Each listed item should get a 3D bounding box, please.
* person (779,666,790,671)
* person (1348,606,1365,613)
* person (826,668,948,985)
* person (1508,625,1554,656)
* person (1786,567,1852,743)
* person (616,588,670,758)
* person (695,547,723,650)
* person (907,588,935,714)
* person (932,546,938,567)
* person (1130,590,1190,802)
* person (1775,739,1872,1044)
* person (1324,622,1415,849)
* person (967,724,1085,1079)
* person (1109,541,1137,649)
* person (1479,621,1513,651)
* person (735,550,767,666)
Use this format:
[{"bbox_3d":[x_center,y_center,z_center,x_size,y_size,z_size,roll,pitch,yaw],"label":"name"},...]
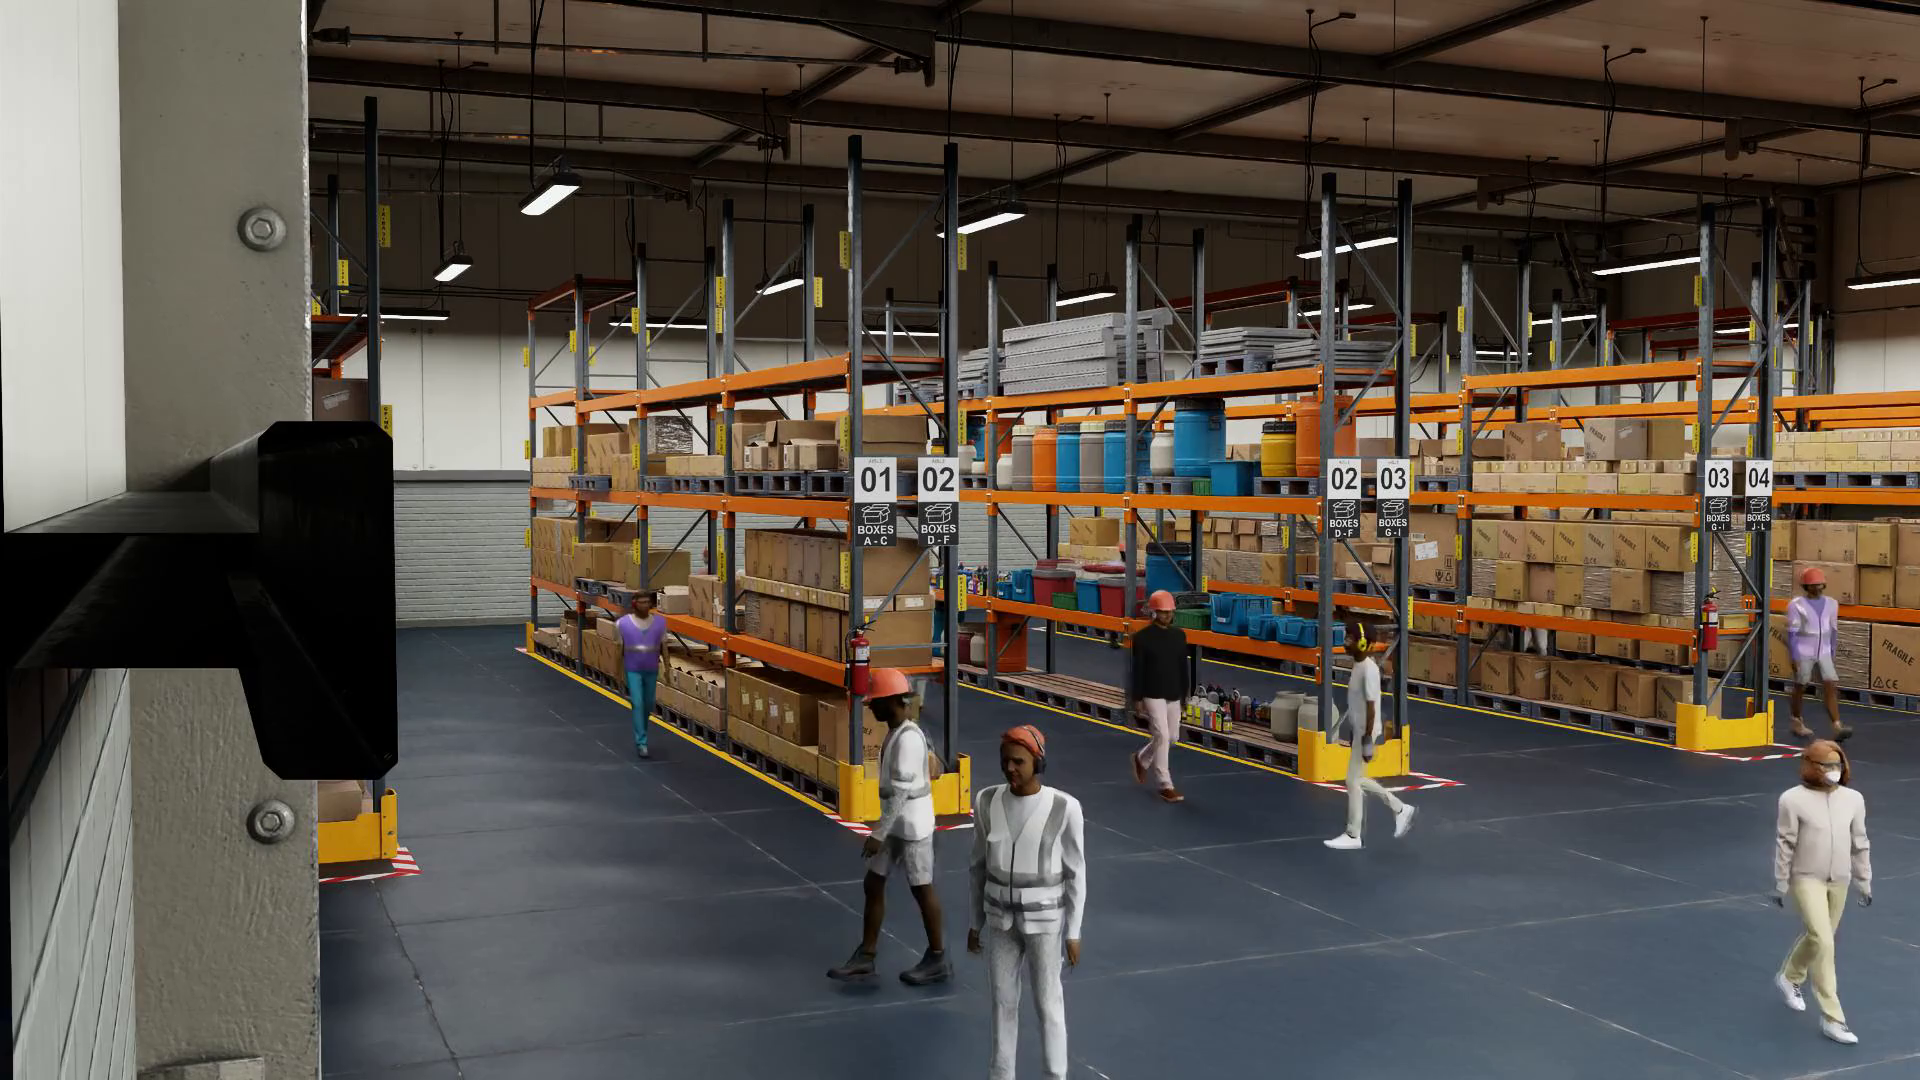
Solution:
[{"bbox_3d":[-2.107,1.291,23.094,0.603,1.794,0.709,-1,3,-34],"label":"person"},{"bbox_3d":[7.010,0.938,31.923,0.646,1.806,0.884,0,2,-12],"label":"person"},{"bbox_3d":[-0.445,1.713,10.664,0.856,1.891,0.534,-1,2,-18],"label":"person"},{"bbox_3d":[8.184,1.194,25.712,0.657,1.802,0.799,1,3,32],"label":"person"},{"bbox_3d":[9.759,1.302,20.382,0.623,1.977,1.053,0,2,-3],"label":"person"},{"bbox_3d":[-3.480,1.418,19.535,0.578,1.817,0.865,-1,2,-25],"label":"person"},{"bbox_3d":[-3.707,1.065,27.195,0.632,1.955,1.024,-1,2,-24],"label":"person"},{"bbox_3d":[-0.603,1.240,22.763,0.653,1.918,0.458,-2,3,-35],"label":"person"},{"bbox_3d":[-0.390,0.758,34.508,0.406,1.987,0.615,1,2,26],"label":"person"},{"bbox_3d":[1.856,1.440,16.901,0.622,1.968,0.802,-1,3,-33],"label":"person"},{"bbox_3d":[4.768,1.888,9.967,0.508,1.601,0.823,0,2,-8],"label":"person"},{"bbox_3d":[3.333,1.586,14.596,0.653,1.853,0.535,0,2,7],"label":"person"},{"bbox_3d":[0.302,1.806,8.437,0.584,1.883,0.339,1,2,27],"label":"person"},{"bbox_3d":[2.812,0.955,30.734,0.568,1.883,1.013,-1,2,-24],"label":"person"},{"bbox_3d":[7.959,1.120,26.396,0.652,1.889,0.570,0,2,-7],"label":"person"},{"bbox_3d":[-3.196,1.053,27.682,0.632,1.917,1.001,-1,2,-25],"label":"person"}]
